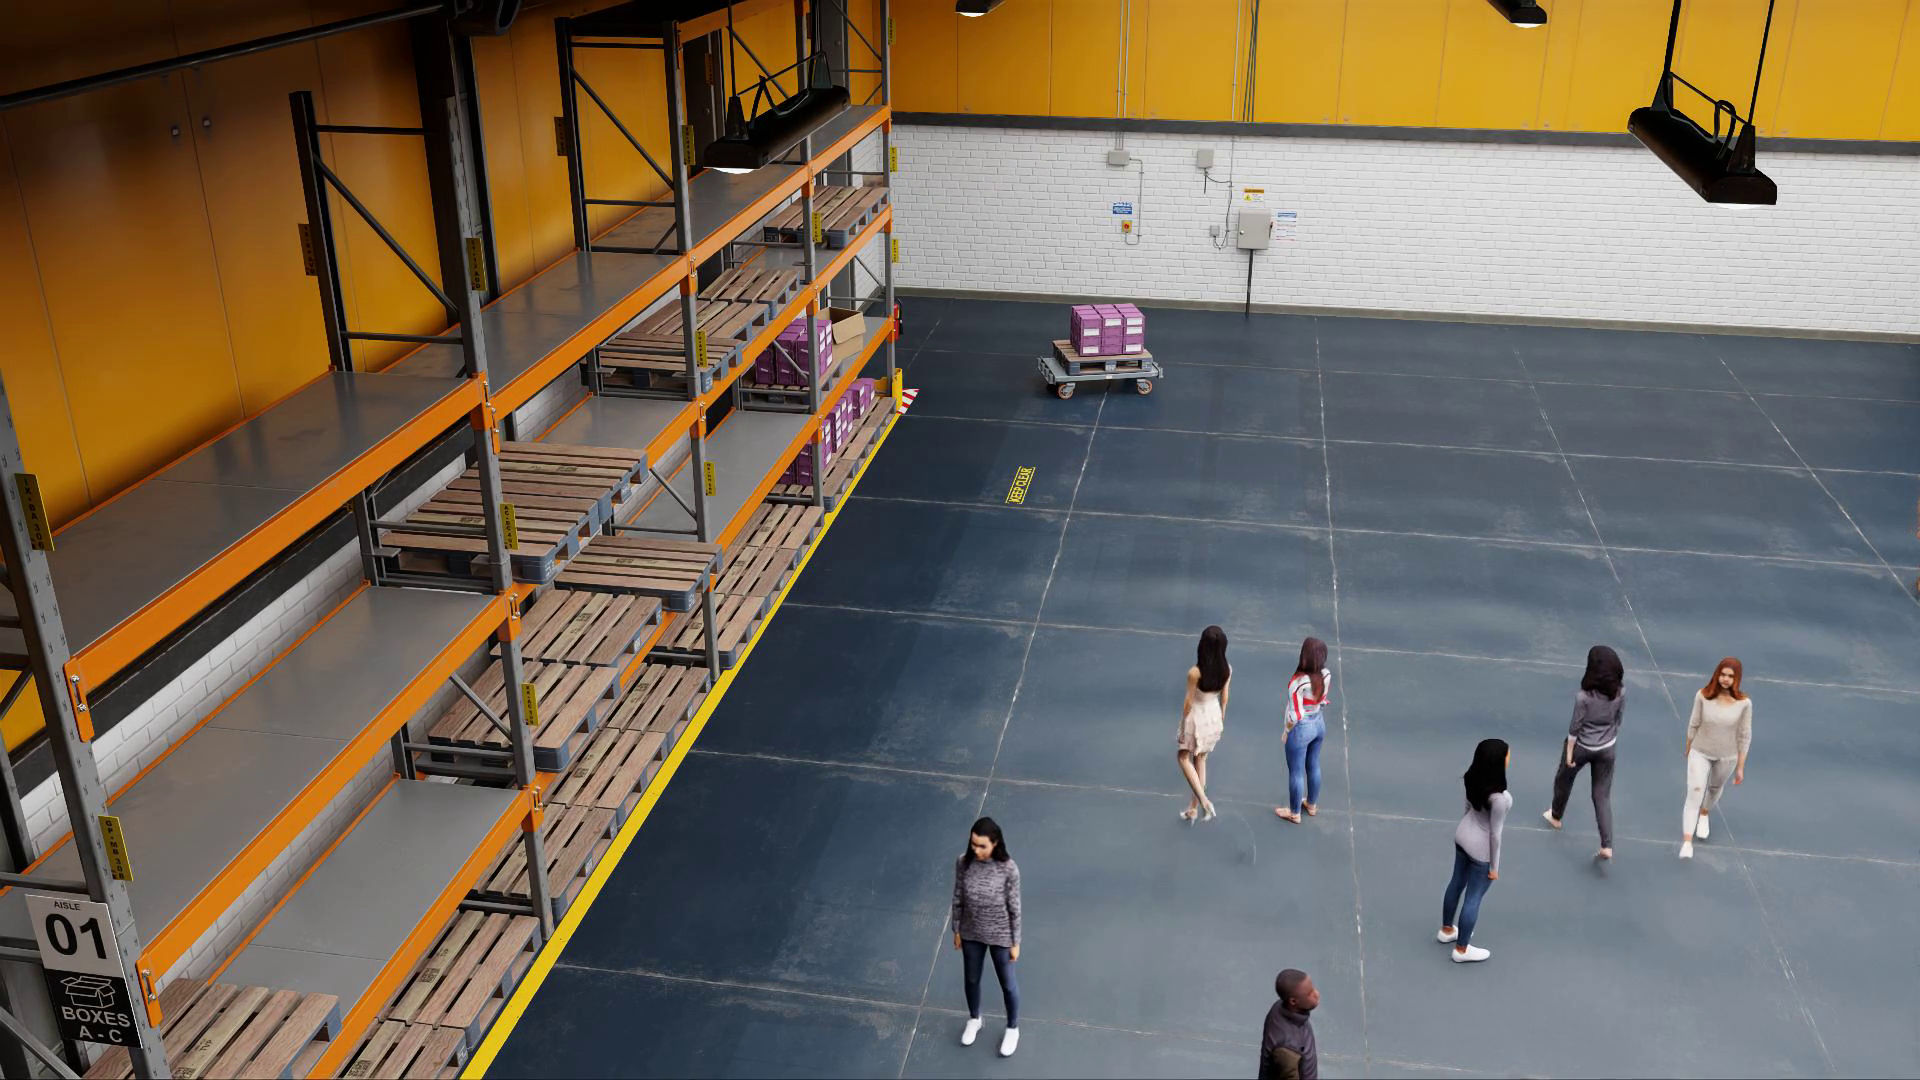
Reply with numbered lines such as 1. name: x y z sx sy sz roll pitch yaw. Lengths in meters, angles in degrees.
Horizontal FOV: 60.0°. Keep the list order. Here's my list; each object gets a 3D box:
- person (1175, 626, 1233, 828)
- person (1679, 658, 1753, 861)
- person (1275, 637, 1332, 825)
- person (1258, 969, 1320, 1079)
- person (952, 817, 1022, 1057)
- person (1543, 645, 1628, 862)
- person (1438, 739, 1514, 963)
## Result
1. person: 1.963 1.533 13.125 0.784 1.713 0.847 -12 26 -26
2. person: 5.880 1.635 12.950 0.765 1.667 1.163 10 25 21
3. person: 2.771 1.508 13.308 0.643 1.613 0.708 -16 29 -33
4. person: 1.808 3.155 9.262 0.745 1.835 0.493 5 24 10
5. person: 0.191 2.540 10.804 0.652 1.727 0.576 7 25 17
6. person: 4.916 1.670 12.801 0.765 1.722 1.154 -1 24 -3
7. person: 3.609 2.157 11.670 0.730 1.734 0.604 -6 24 -14
